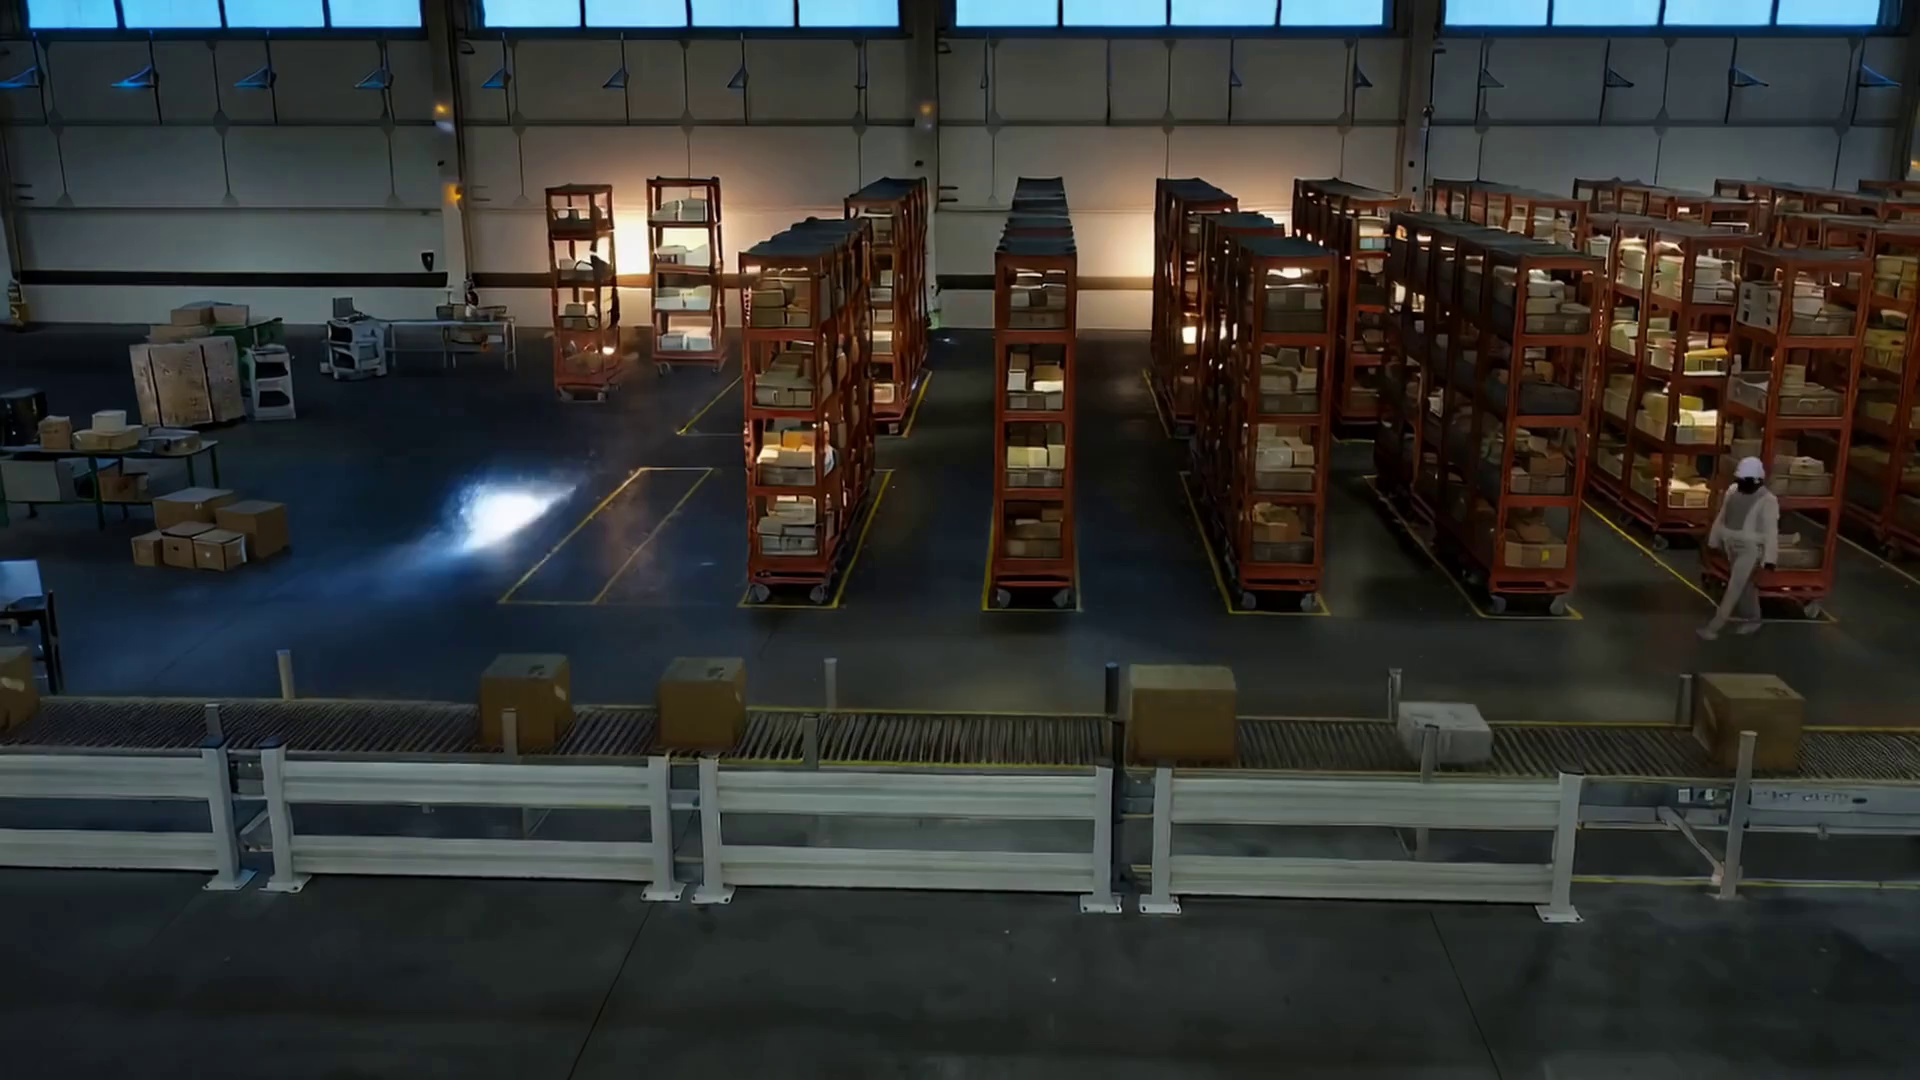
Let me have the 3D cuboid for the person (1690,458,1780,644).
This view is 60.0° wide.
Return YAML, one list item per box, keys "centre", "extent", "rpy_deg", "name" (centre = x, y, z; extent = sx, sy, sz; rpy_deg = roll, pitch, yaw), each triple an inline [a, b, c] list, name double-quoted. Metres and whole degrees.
- centre: [7.396, 0.090, 15.820]
  extent: [0.942, 1.782, 0.589]
  rpy_deg: [-5, 16, -17]
  name: "person"
